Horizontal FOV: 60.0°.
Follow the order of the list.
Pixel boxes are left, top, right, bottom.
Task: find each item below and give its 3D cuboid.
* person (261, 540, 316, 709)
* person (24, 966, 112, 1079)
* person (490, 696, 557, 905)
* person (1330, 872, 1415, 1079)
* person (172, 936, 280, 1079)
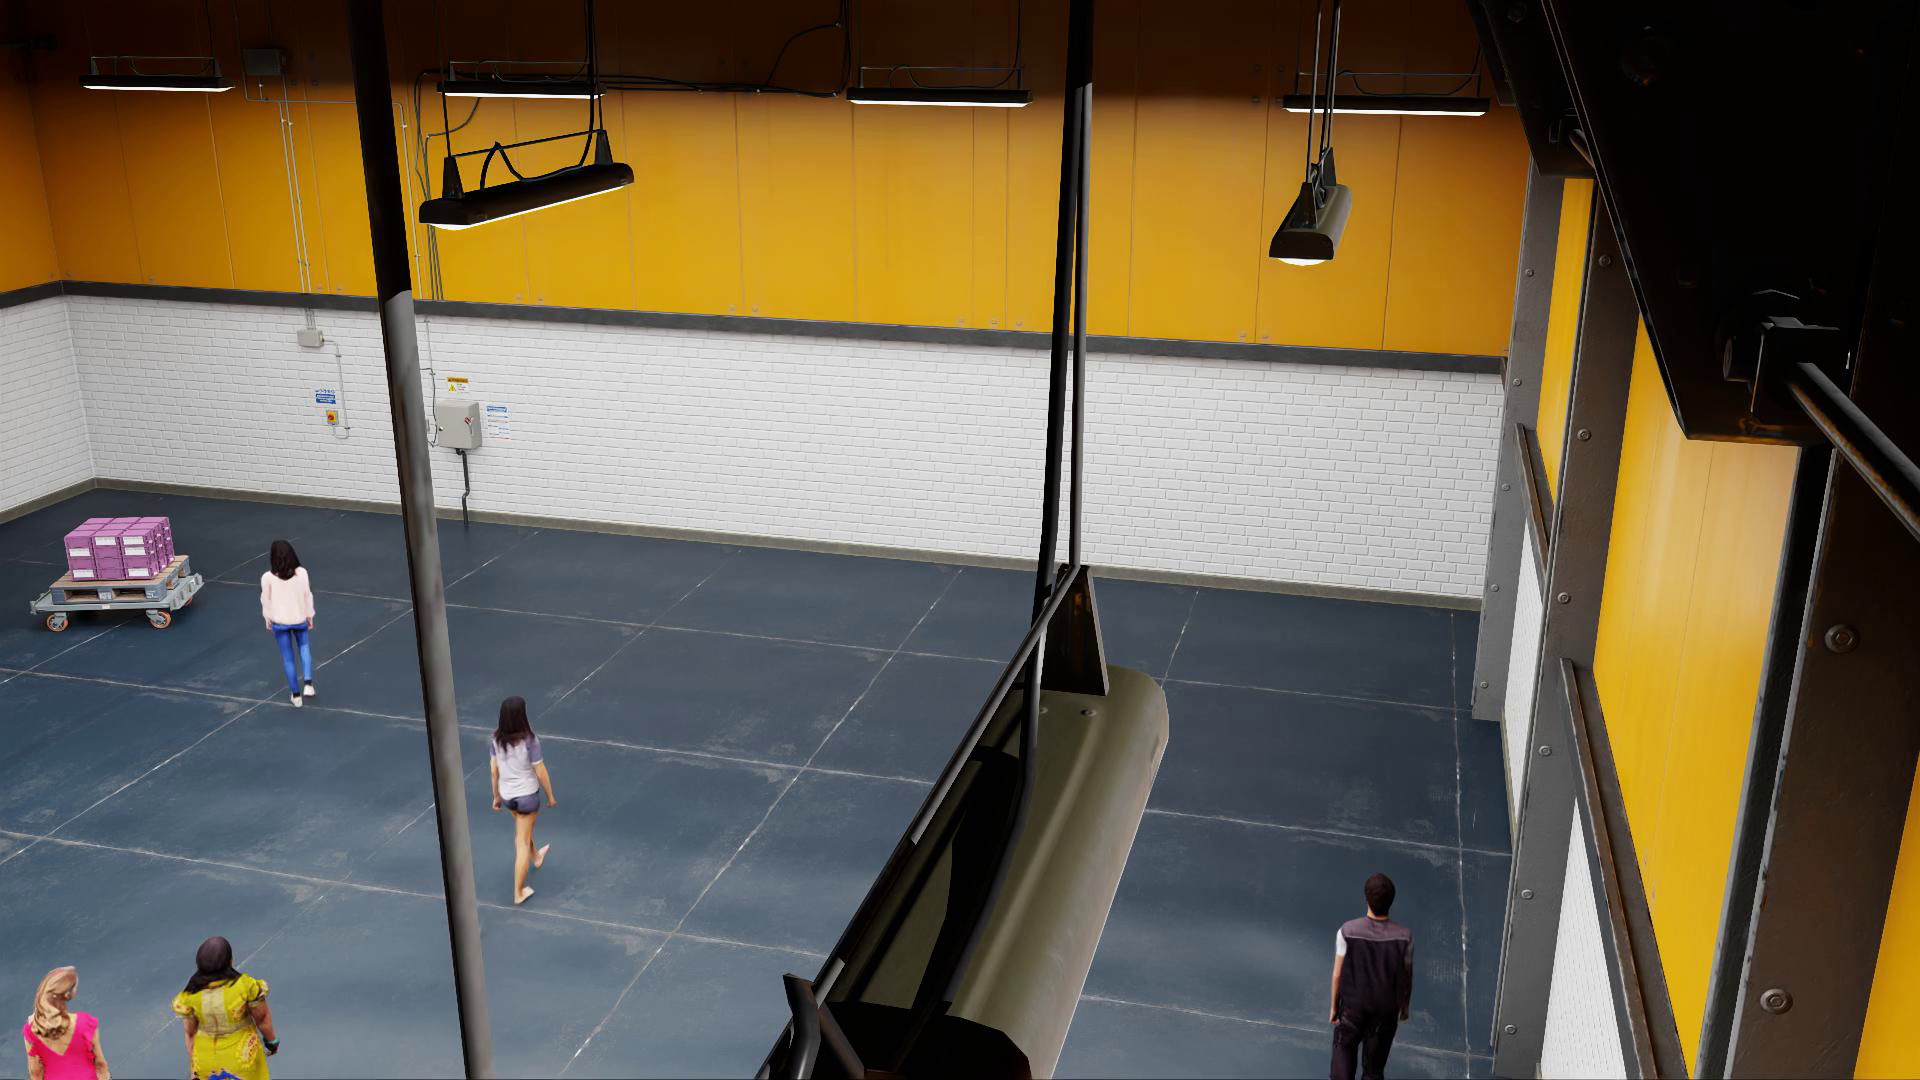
[{"bbox_3d":[-6.791,0.876,16.876,0.760,1.756,0.812,-9,21,-26],"label":"person"},{"bbox_3d":[-5.180,3.322,9.688,0.786,1.708,0.911,-4,19,-12],"label":"person"},{"bbox_3d":[-3.559,2.104,13.310,0.605,1.704,0.981,5,19,14],"label":"person"},{"bbox_3d":[2.585,2.991,10.468,0.640,1.837,0.597,5,19,15],"label":"person"},{"bbox_3d":[-4.447,3.221,10.106,1.041,1.633,1.148,-4,19,-12],"label":"person"}]
